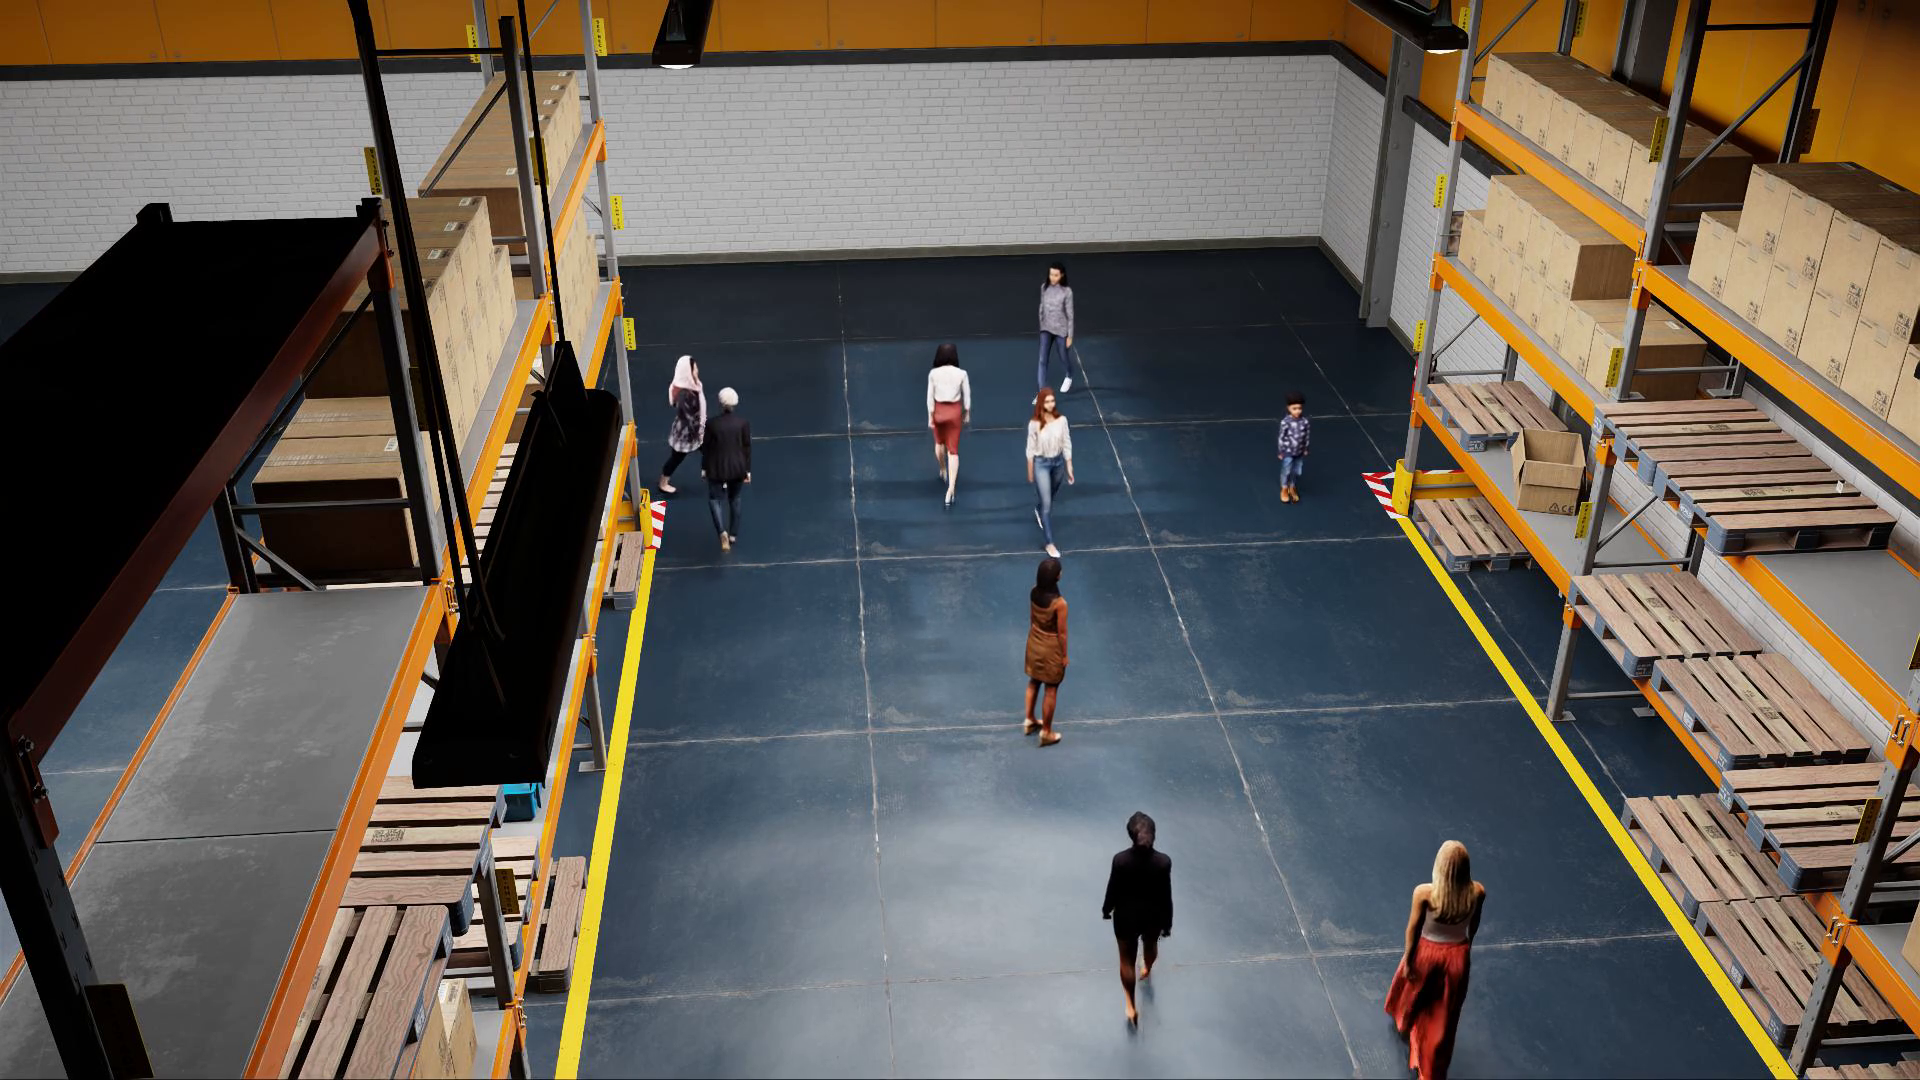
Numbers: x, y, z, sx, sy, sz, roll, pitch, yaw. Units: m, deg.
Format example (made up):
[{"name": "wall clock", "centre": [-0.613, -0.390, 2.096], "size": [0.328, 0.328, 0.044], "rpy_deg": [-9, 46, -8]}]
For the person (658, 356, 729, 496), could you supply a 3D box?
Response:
[{"name": "person", "centre": [-2.947, -1.148, 17.553], "size": [0.802, 1.587, 1.071], "rpy_deg": [2, 29, 3]}]

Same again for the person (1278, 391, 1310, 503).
[{"name": "person", "centre": [3.516, -1.003, 17.649], "size": [0.507, 1.239, 0.494], "rpy_deg": [-4, 29, -7]}]

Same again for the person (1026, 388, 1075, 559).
[{"name": "person", "centre": [0.866, -0.757, 16.723], "size": [0.750, 1.695, 1.181], "rpy_deg": [-8, 30, -15]}]

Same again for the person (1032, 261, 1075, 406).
[{"name": "person", "centre": [1.189, -2.523, 19.947], "size": [0.970, 1.708, 1.100], "rpy_deg": [15, 32, 25]}]

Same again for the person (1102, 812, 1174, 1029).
[{"name": "person", "centre": [1.166, 2.512, 10.807], "size": [0.641, 1.622, 0.860], "rpy_deg": [1, 29, 1]}]

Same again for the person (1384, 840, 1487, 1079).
[{"name": "person", "centre": [2.992, 2.697, 10.314], "size": [0.771, 1.768, 1.165], "rpy_deg": [3, 29, 6]}]

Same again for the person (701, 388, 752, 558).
[{"name": "person", "centre": [-2.343, -0.637, 16.357], "size": [0.828, 1.764, 0.953], "rpy_deg": [-7, 29, -12]}]

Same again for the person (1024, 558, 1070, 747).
[{"name": "person", "centre": [0.712, 0.909, 13.682], "size": [0.702, 1.683, 0.611], "rpy_deg": [-22, 35, -34]}]

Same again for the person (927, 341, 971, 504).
[{"name": "person", "centre": [-0.128, -1.206, 17.533], "size": [0.655, 1.707, 1.114], "rpy_deg": [0, 29, 0]}]
